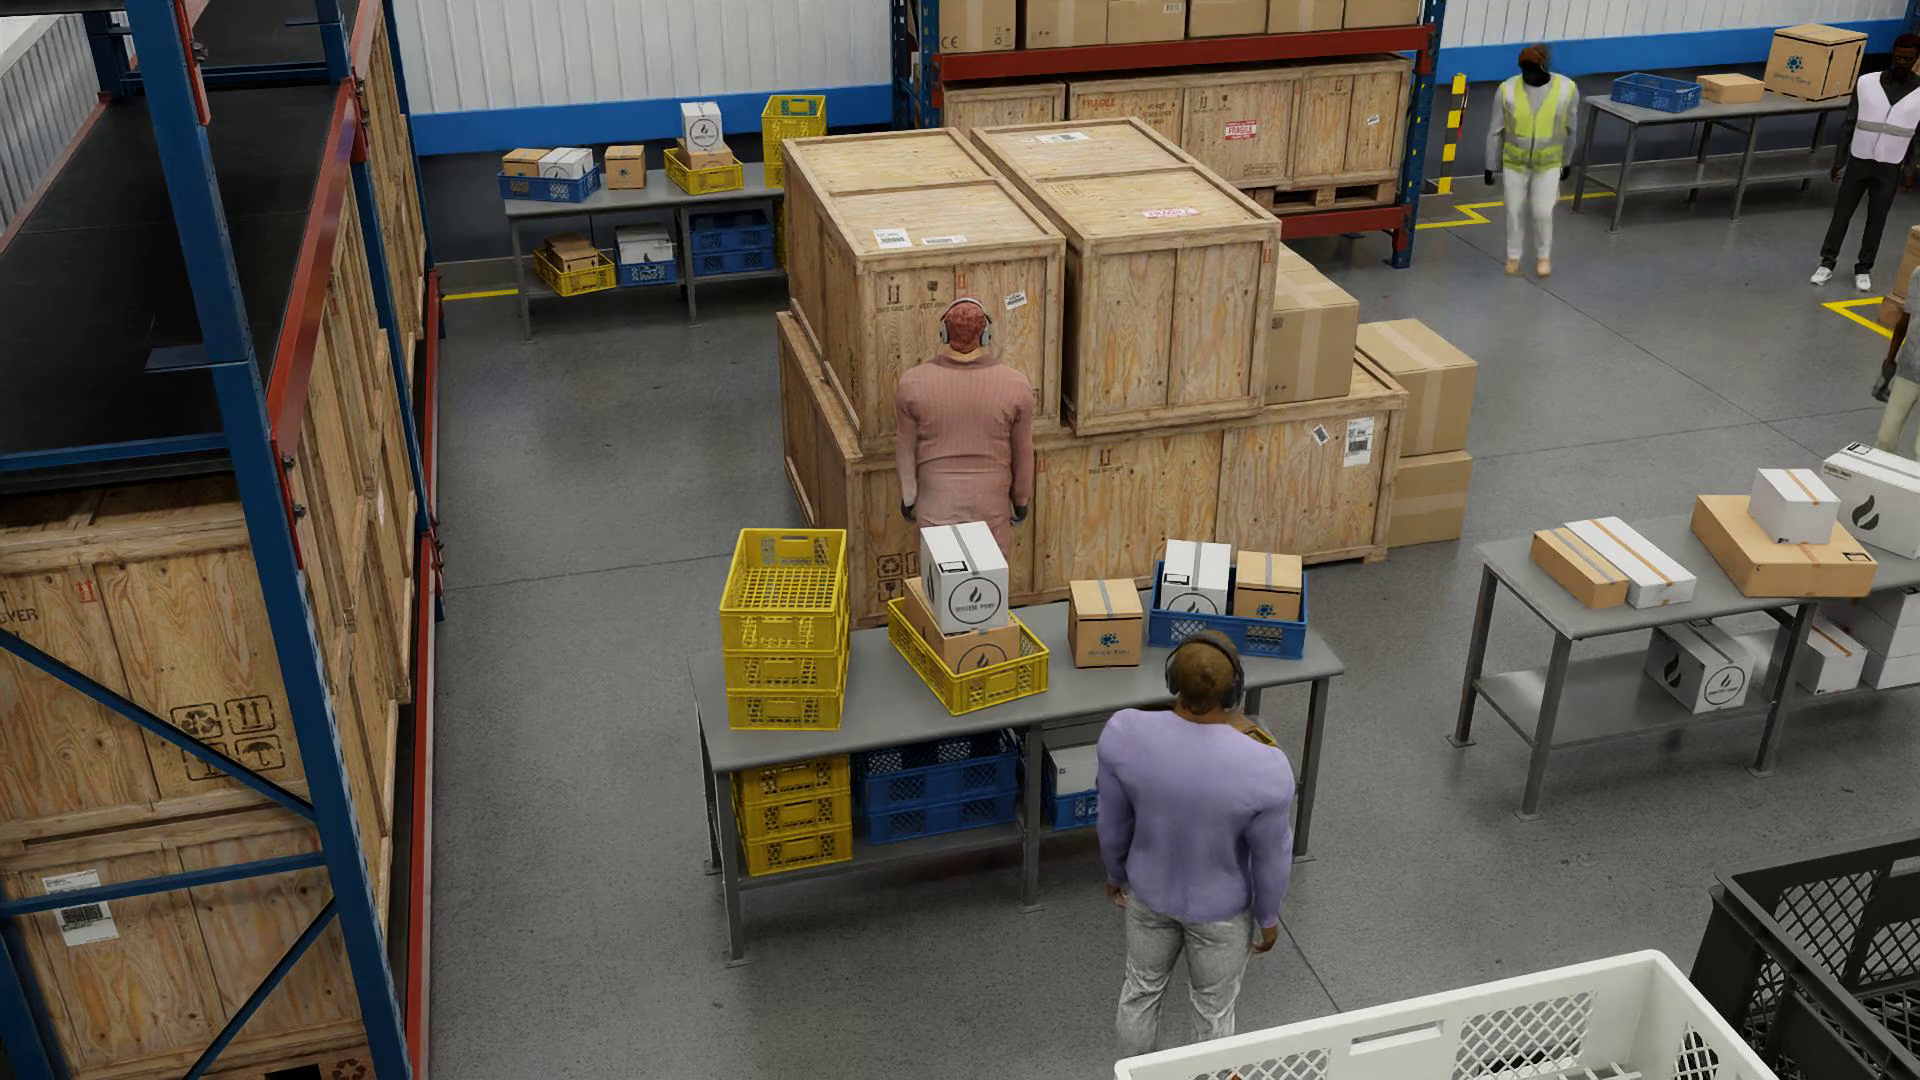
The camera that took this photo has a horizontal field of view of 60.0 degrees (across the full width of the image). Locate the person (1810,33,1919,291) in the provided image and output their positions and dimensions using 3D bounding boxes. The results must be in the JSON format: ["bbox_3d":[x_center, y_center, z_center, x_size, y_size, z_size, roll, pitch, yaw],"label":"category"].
[{"bbox_3d":[6.924,-2.853,12.572,0.593,1.920,0.392,15,32,25],"label":"person"}]

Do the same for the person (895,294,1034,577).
[{"bbox_3d":[0.022,-0.237,7.850,0.645,1.900,0.397,0,29,-1],"label":"person"}]

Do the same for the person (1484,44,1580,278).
[{"bbox_3d":[4.356,-2.903,12.785,0.643,1.804,0.479,11,31,19],"label":"person"}]

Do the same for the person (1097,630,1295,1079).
[{"bbox_3d":[0.734,1.126,5.329,0.631,1.940,0.372,13,31,21],"label":"person"}]
